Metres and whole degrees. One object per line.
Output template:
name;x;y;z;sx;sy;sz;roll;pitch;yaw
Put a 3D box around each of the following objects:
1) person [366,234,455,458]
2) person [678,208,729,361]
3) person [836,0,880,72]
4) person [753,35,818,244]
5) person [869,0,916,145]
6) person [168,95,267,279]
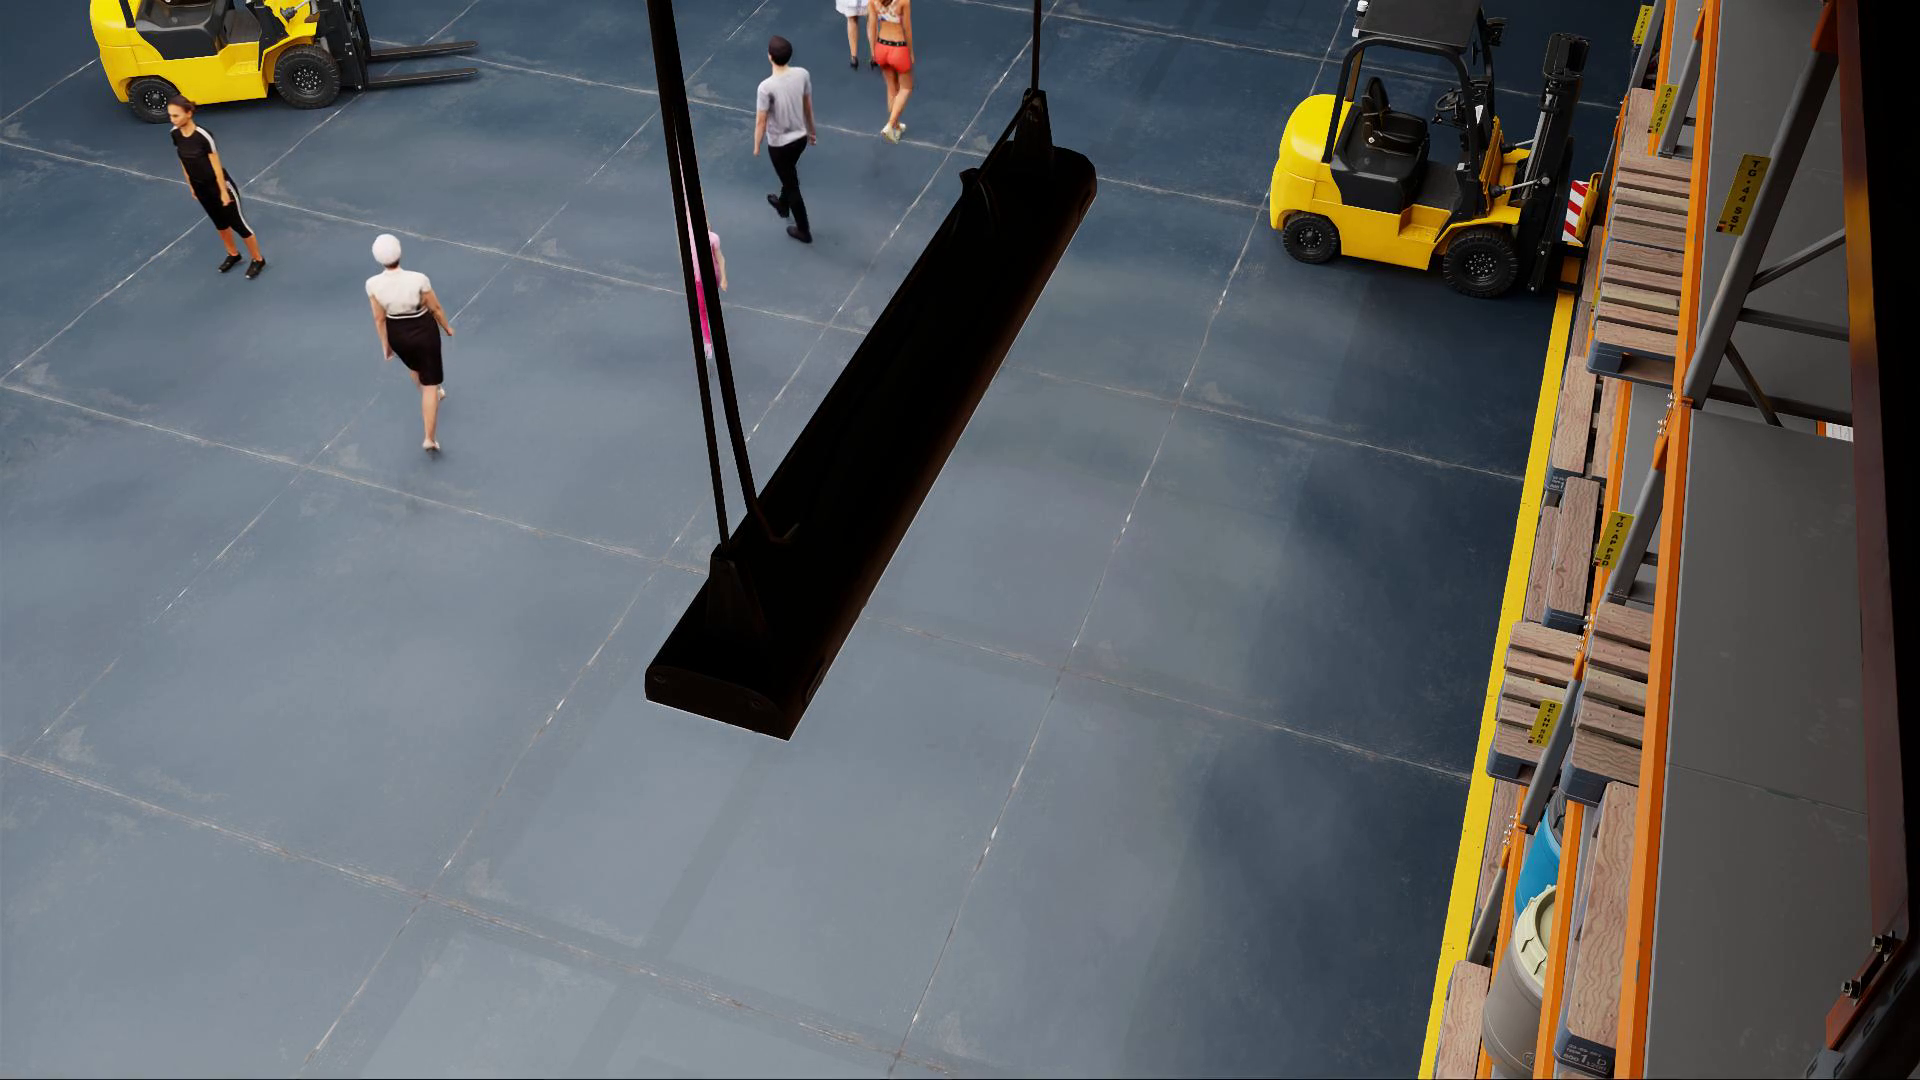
person;-4.005;-1.389;12.205;0.852;1.712;1.148;0;44;0
person;-2.048;-2.150;13.346;0.768;1.241;0.954;-6;44;-6
person;-0.994;-5.530;16.478;0.790;1.813;0.822;2;44;2
person;-1.417;-3.358;14.177;1.042;1.844;1.013;-34;53;-30
person;-0.641;-4.447;15.368;0.569;1.778;0.792;15;46;15
person;-6.237;-2.969;13.897;0.571;1.665;0.513;15;46;15
